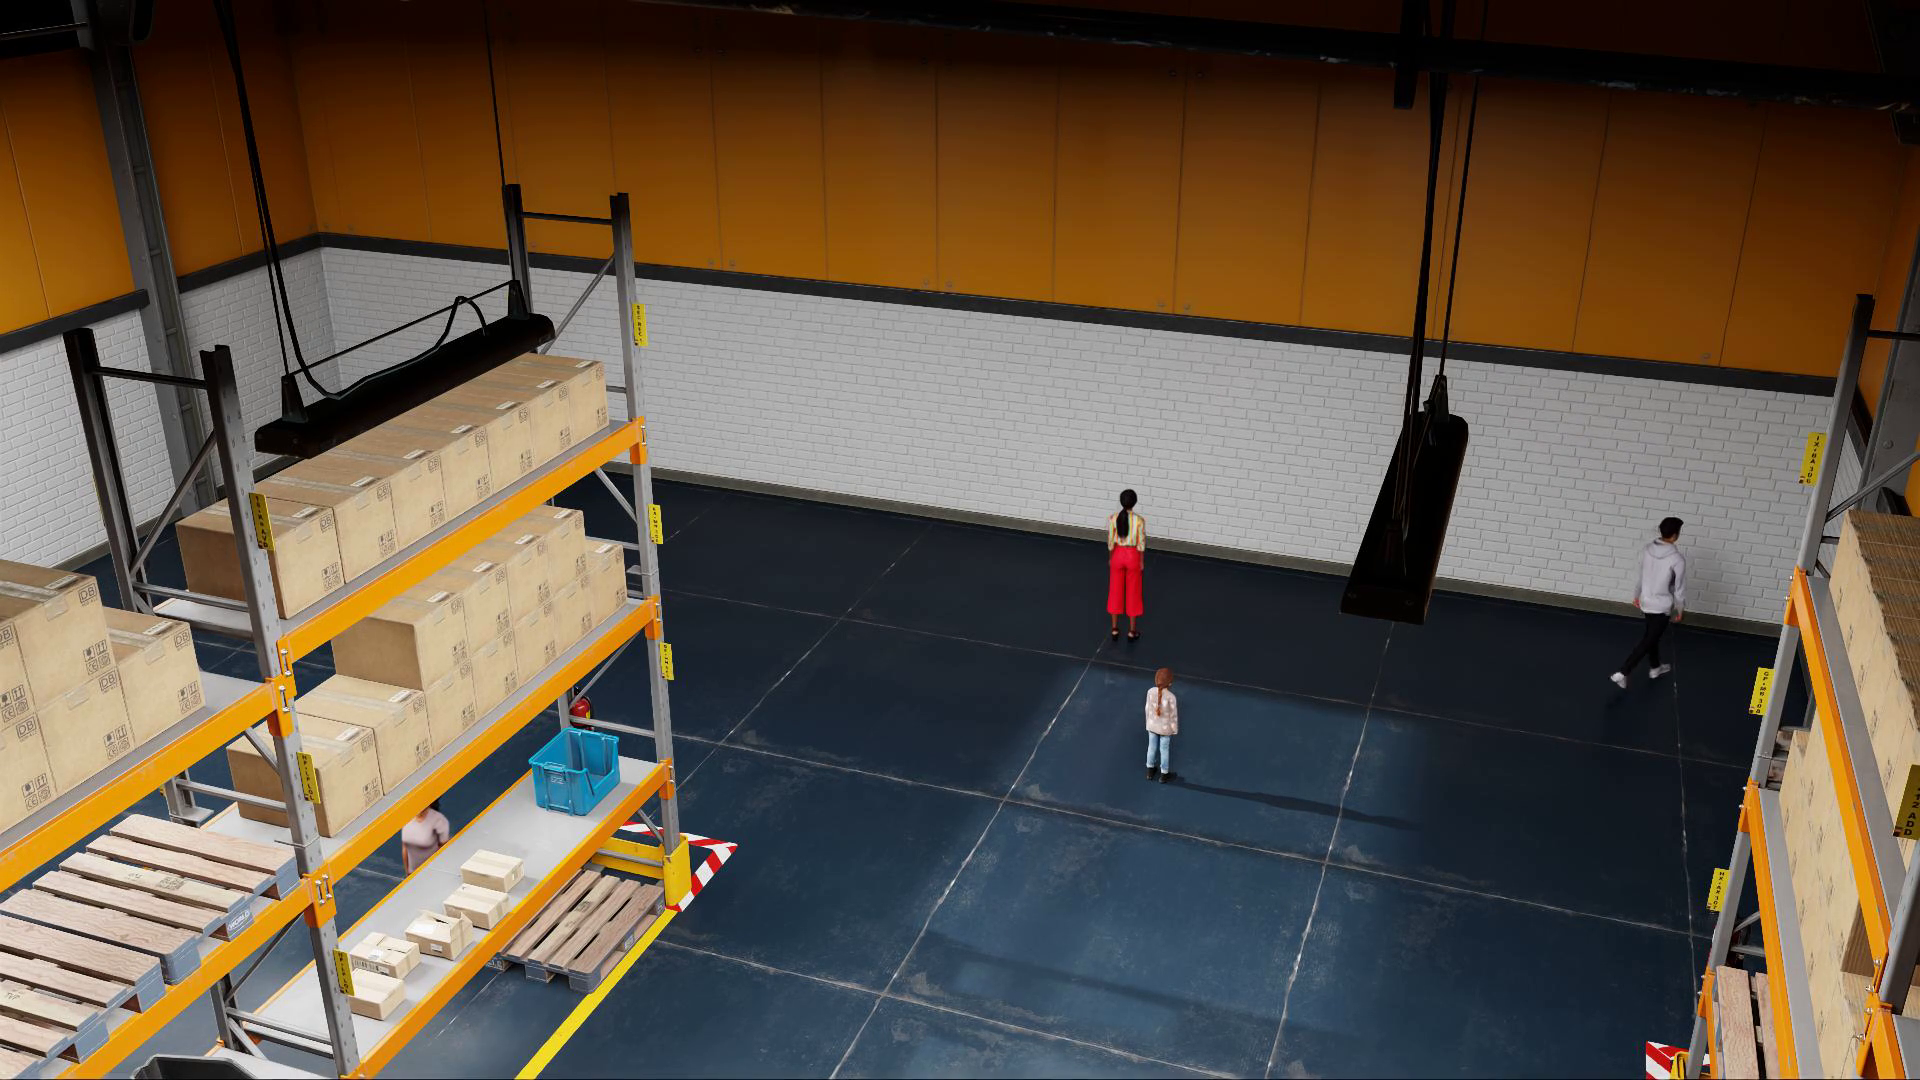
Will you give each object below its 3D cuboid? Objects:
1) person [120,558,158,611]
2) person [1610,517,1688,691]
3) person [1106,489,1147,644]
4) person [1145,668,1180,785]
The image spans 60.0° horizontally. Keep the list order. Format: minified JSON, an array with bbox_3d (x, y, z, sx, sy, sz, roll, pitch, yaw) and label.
[{"bbox_3d":[-8.237,0.998,16.749,0.704,1.772,0.793,12,26,26],"label":"person"},{"bbox_3d":[7.187,0.689,17.304,1.312,1.894,1.200,-12,27,-26],"label":"person"},{"bbox_3d":[1.831,0.278,18.372,0.606,1.792,0.540,7,24,15],"label":"person"},{"bbox_3d":[1.903,1.746,15.760,0.530,1.194,0.525,15,28,31],"label":"person"}]
